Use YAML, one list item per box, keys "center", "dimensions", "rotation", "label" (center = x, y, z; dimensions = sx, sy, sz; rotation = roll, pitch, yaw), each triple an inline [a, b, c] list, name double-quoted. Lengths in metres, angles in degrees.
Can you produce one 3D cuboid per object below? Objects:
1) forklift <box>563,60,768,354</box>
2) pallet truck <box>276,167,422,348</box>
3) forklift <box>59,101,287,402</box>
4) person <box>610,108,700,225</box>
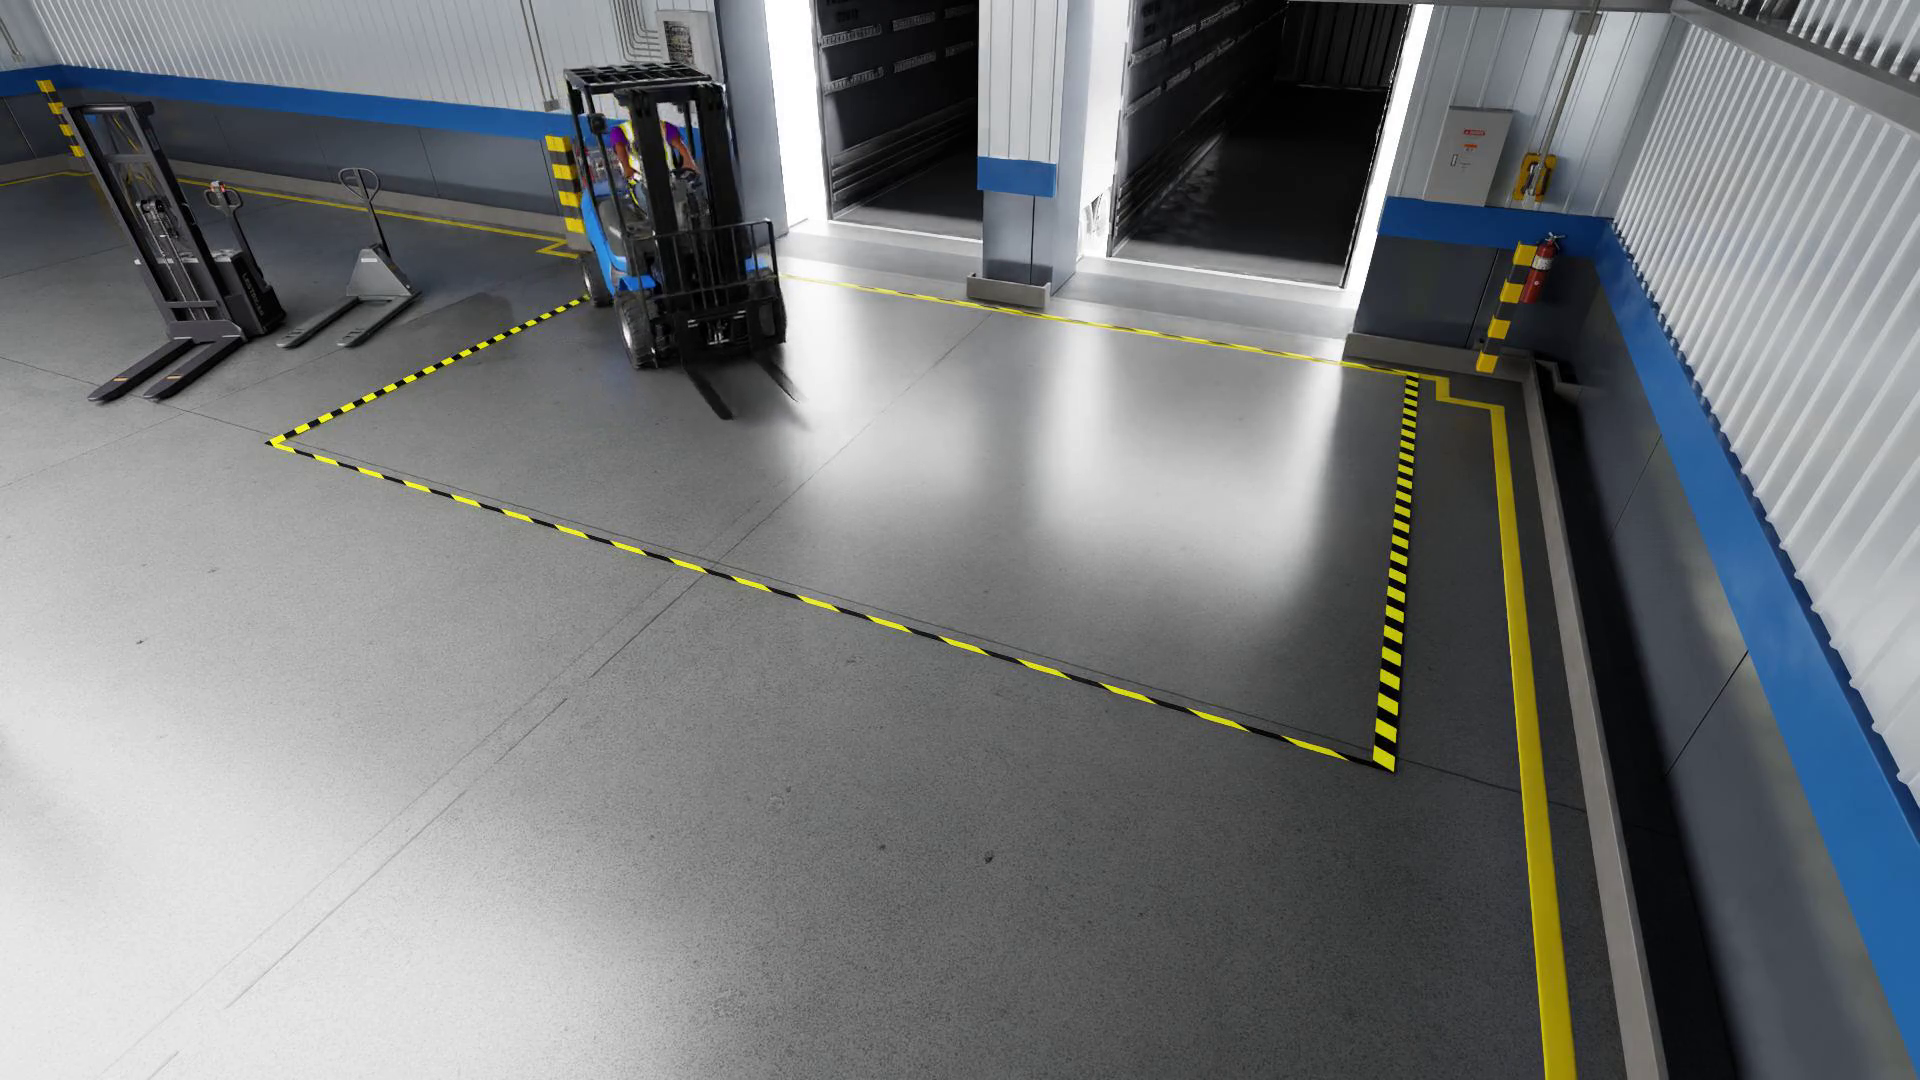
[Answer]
- center: [-2.611, -3.007, 8.010]
  dimensions: [1.157, 2.036, 2.680]
  rotation: [-18, 39, -23]
  label: "forklift"
- center: [-5.732, -2.611, 8.414]
  dimensions: [0.680, 1.201, 1.601]
  rotation: [-1, 35, -1]
  label: "pallet truck"
- center: [-6.686, -2.387, 7.434]
  dimensions: [0.823, 1.965, 1.885]
  rotation: [-3, 35, -5]
  label: "forklift"
- center: [-2.589, -3.128, 7.857]
  dimensions: [0.635, 1.294, 1.004]
  rotation: [-18, 39, -23]
  label: "person"
